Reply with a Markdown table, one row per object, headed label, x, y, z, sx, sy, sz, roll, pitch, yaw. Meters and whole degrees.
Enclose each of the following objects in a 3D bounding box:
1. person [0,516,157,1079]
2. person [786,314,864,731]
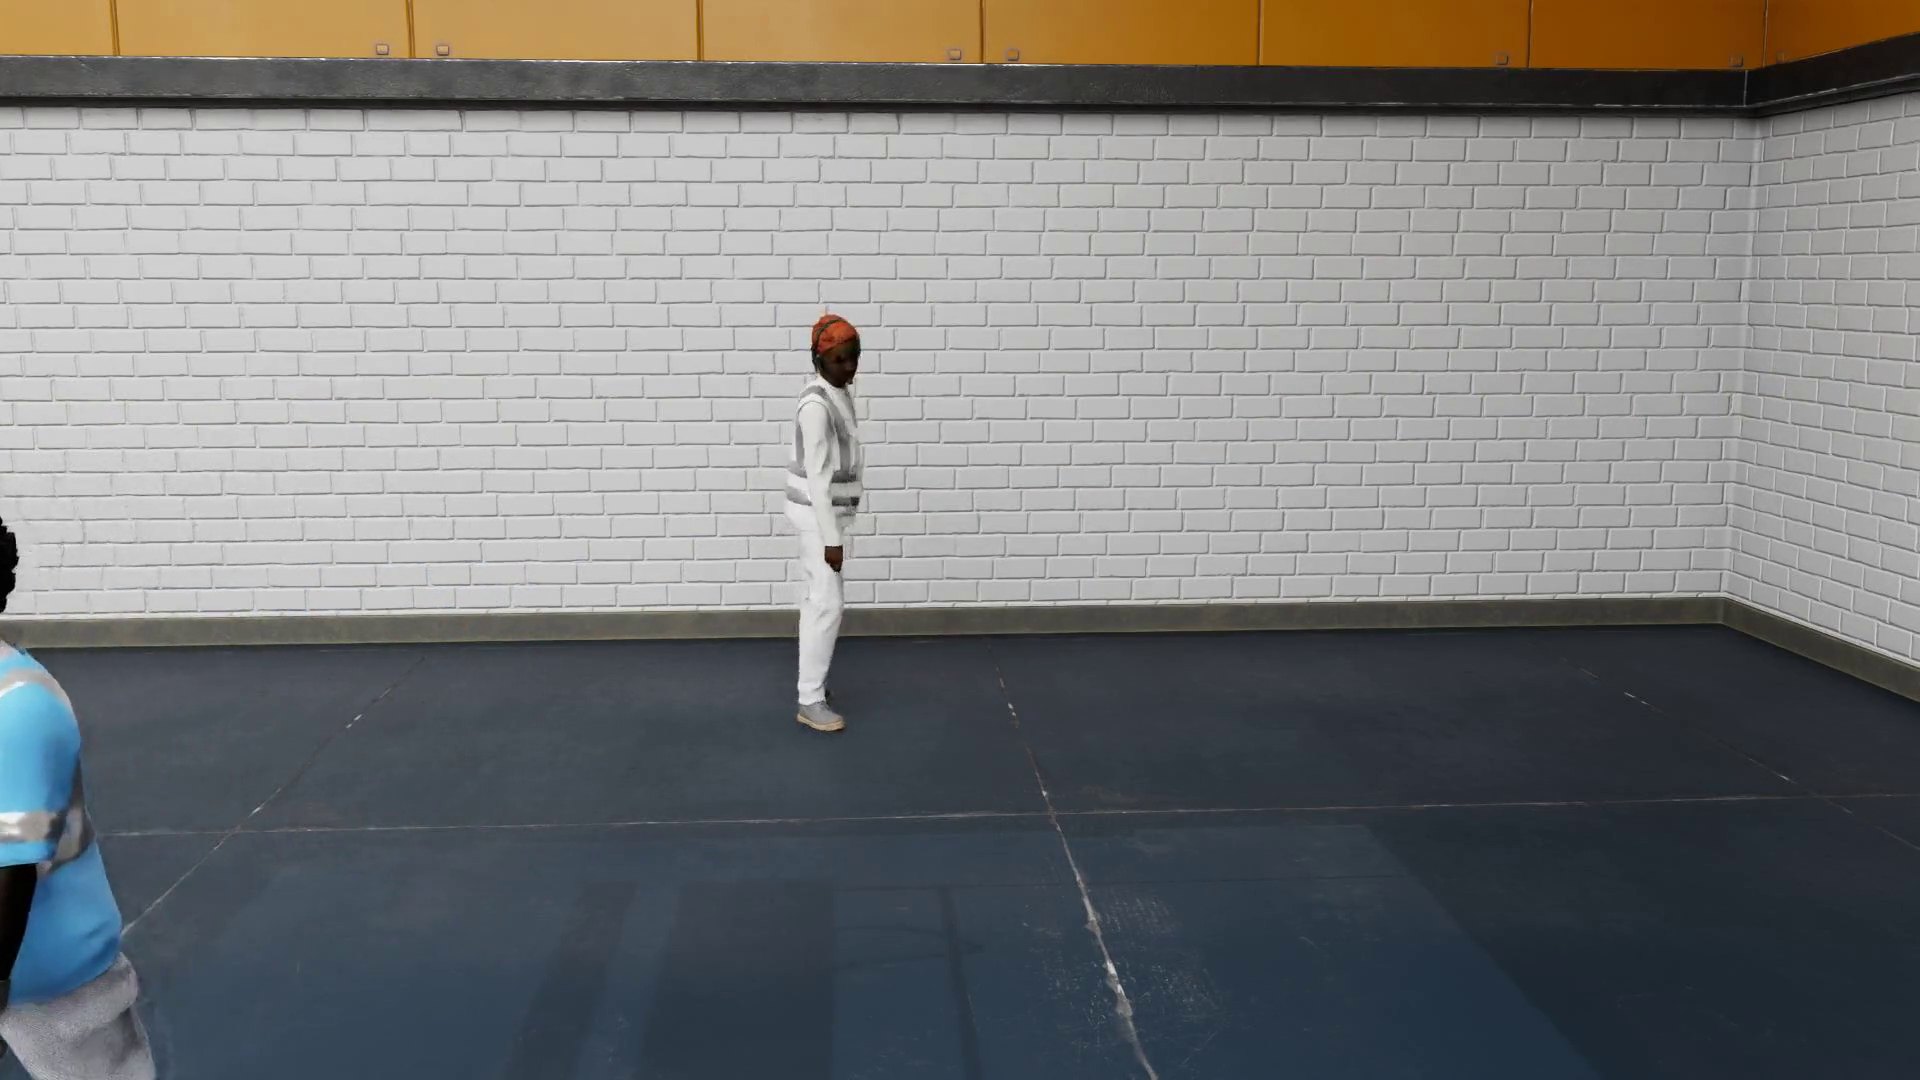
| label | x | y | z | sx | sy | sz | roll | pitch | yaw |
| --- | --- | --- | --- | --- | --- | --- | --- | --- | --- |
| person | -1.725 | 0.745 | 2.865 | 0.545 | 1.645 | 0.862 | 7 | 11 | 36 |
| person | -0.607 | -0.090 | 7.534 | 0.369 | 1.861 | 0.752 | 0 | 9 | 2 |
